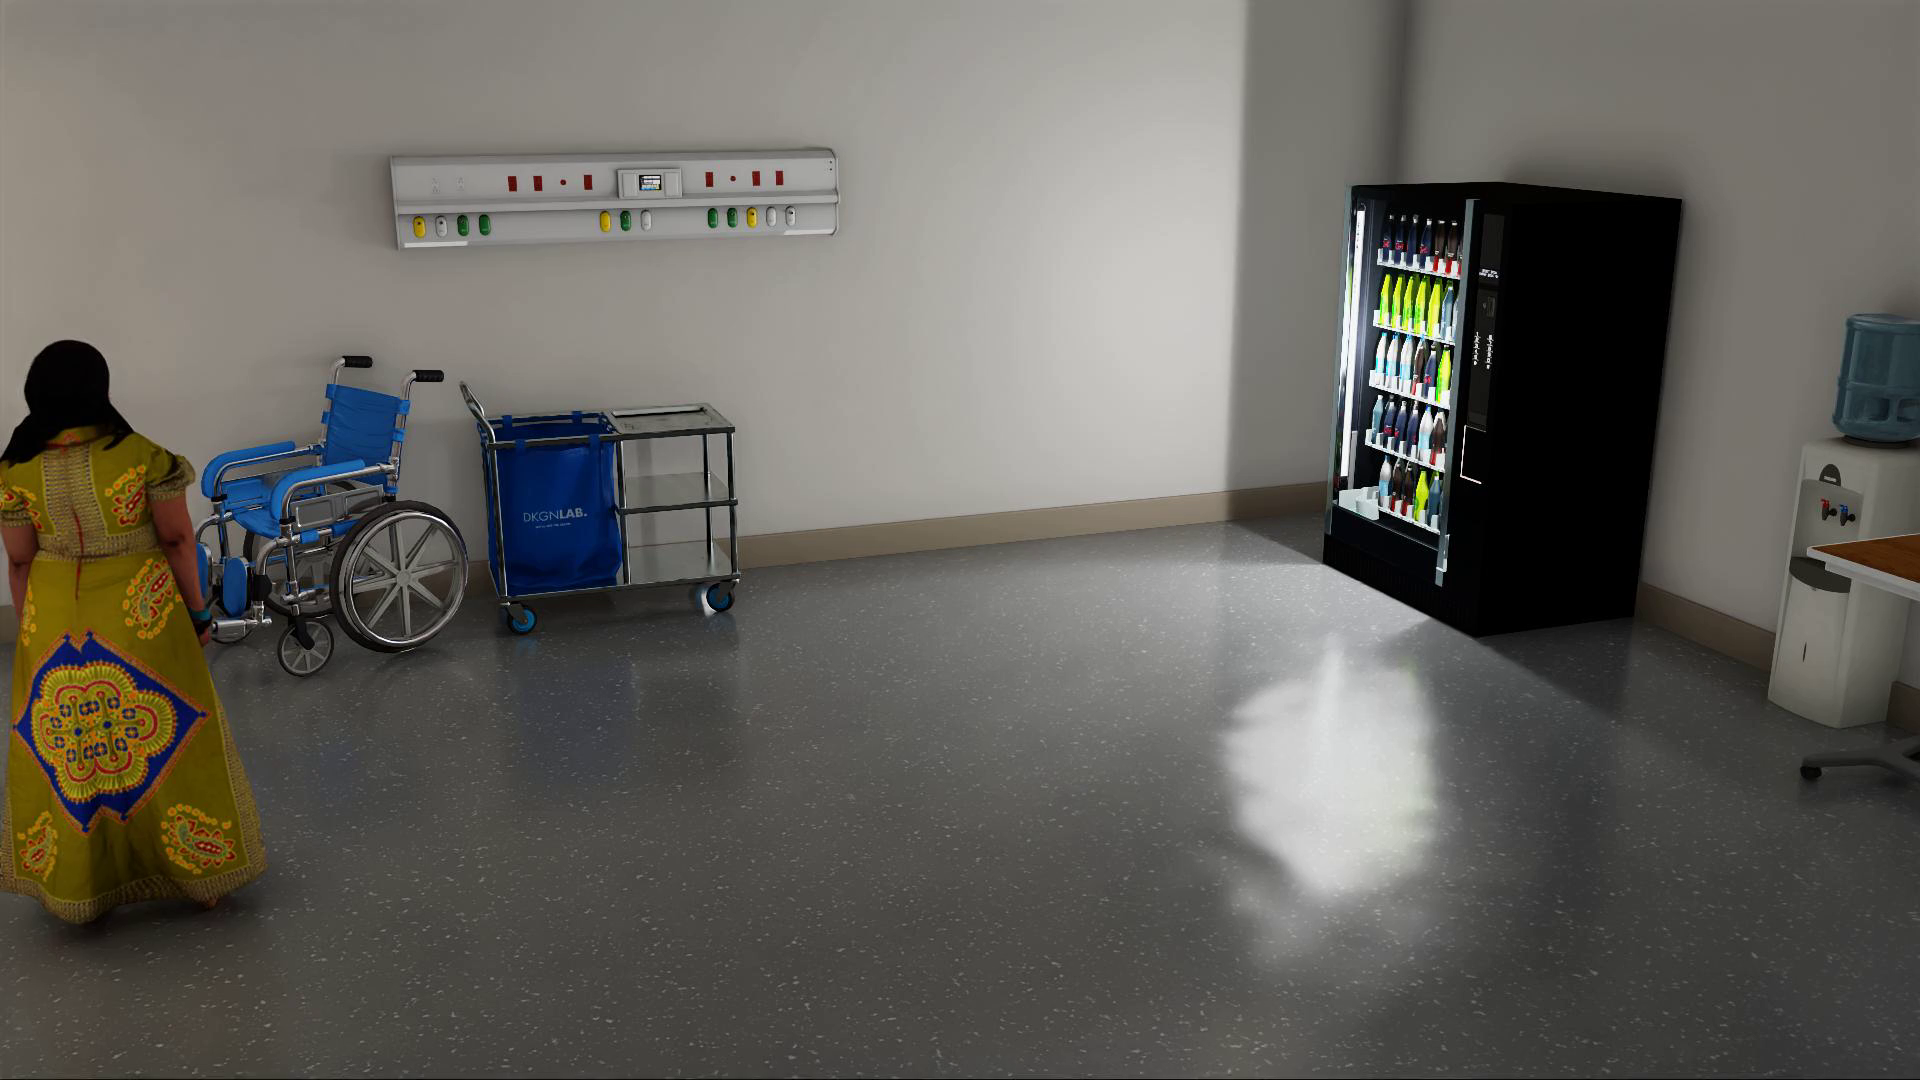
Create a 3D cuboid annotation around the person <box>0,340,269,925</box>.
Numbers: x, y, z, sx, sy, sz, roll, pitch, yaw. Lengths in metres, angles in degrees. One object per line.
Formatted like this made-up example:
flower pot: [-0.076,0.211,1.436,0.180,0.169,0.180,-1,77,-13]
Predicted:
person: [-2.359,0.267,4.621,0.870,1.656,0.723,-5,16,-17]
